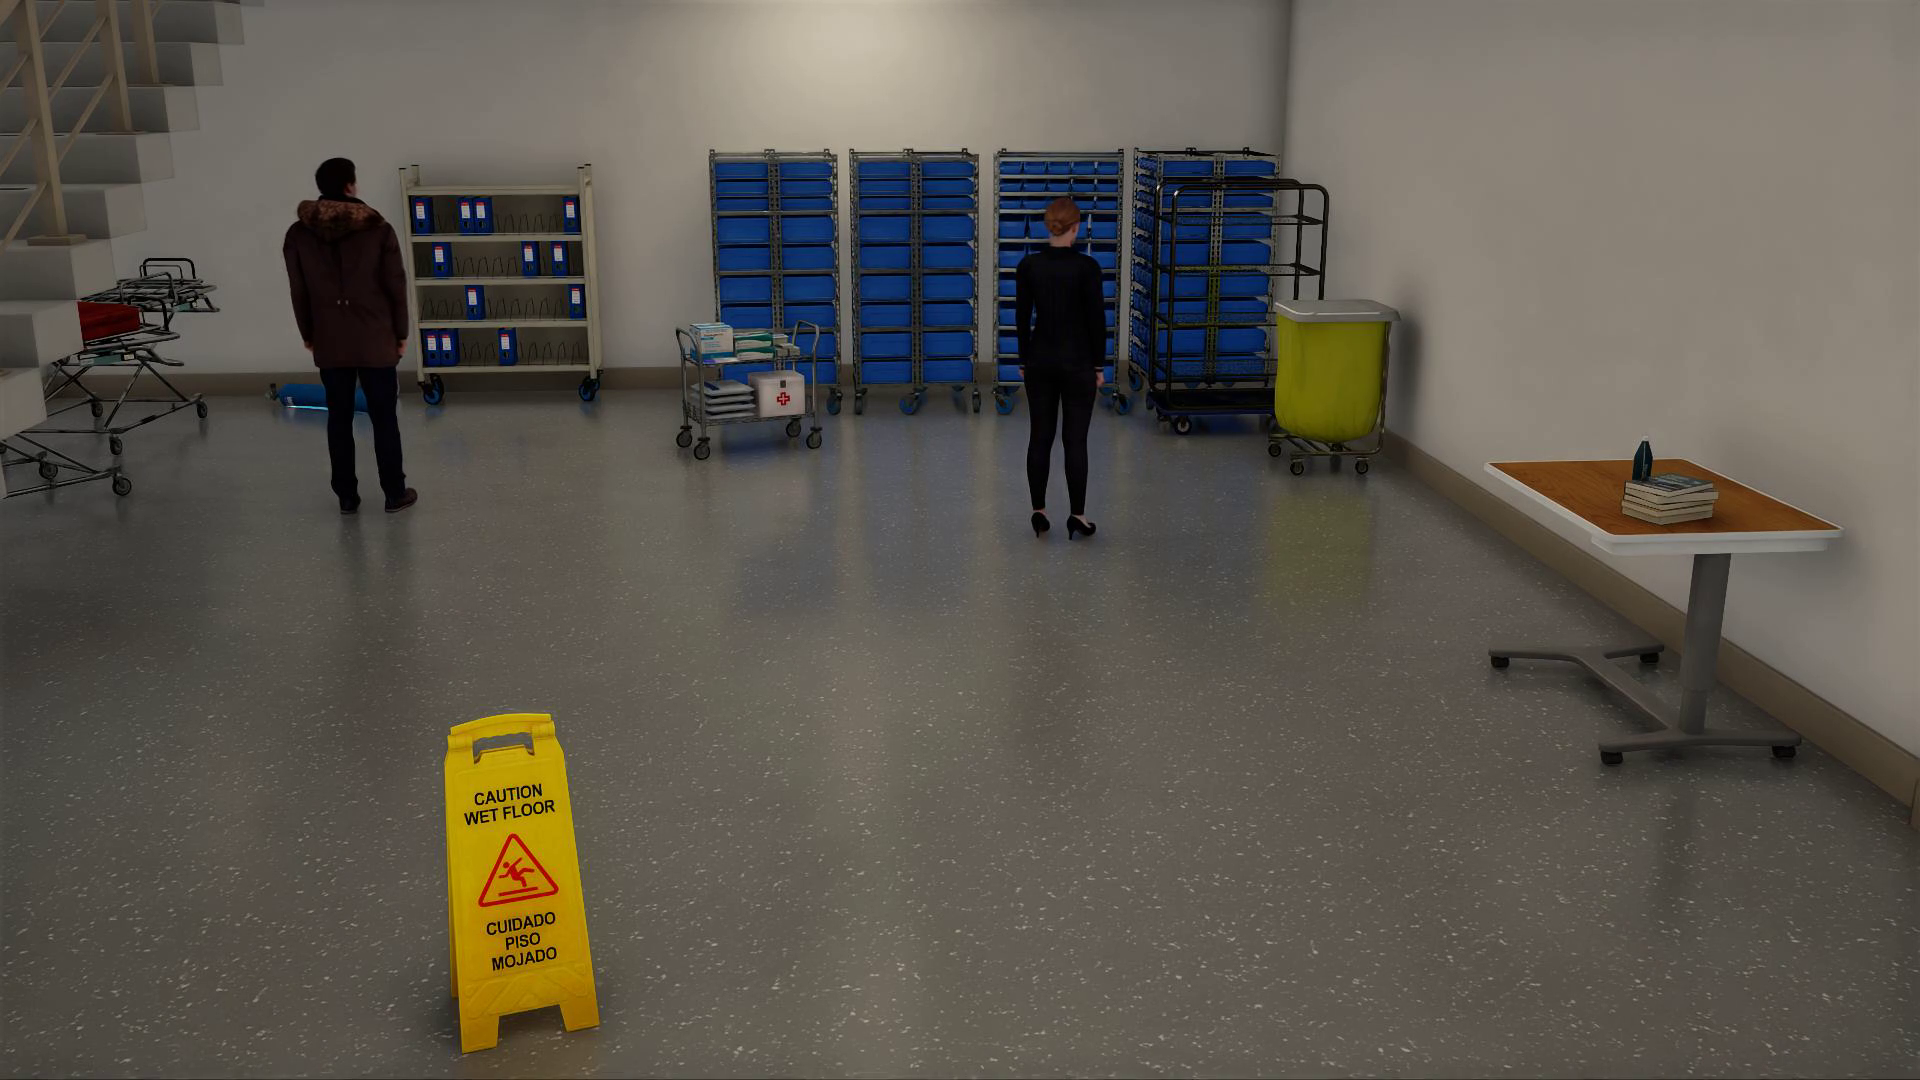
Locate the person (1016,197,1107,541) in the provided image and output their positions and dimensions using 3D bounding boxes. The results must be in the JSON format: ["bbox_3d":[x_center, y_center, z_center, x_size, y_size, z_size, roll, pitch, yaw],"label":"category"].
[{"bbox_3d":[0.494,-0.836,8.218,0.701,1.683,0.704,7,17,22],"label":"person"}]

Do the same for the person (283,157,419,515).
[{"bbox_3d":[-3.176,-1.063,8.719,0.738,1.846,0.633,-1,16,-4],"label":"person"}]
